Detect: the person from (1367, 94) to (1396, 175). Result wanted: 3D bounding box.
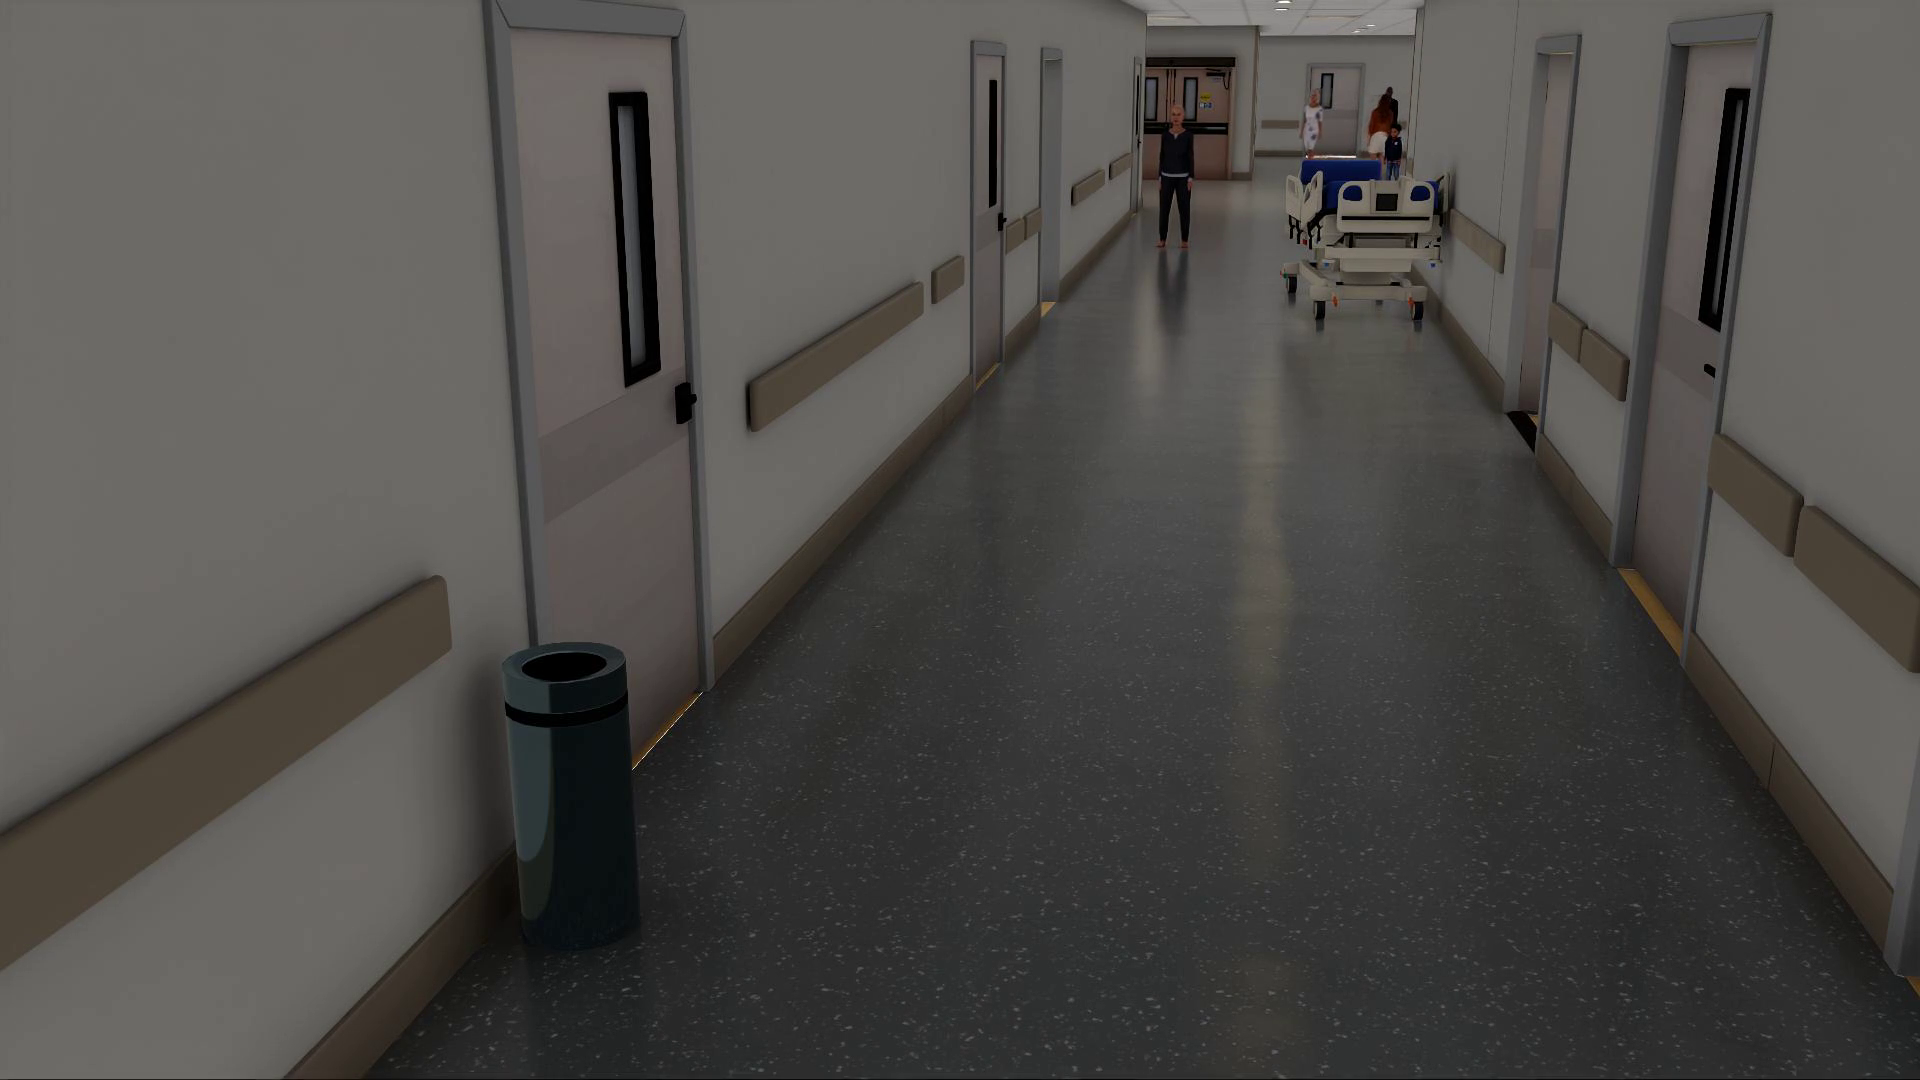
[{"bbox_3d":[7.998,-7.597,31.624,0.610,1.694,0.700,3,16,9],"label":"person"}]

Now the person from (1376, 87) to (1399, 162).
[{"bbox_3d":[10.094,-9.805,39.330,0.549,1.760,0.742,6,17,20],"label":"person"}]

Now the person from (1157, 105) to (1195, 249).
[{"bbox_3d":[2.672,-4.504,20.596,0.511,1.724,0.694,5,17,18],"label":"person"}]

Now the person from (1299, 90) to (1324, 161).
[{"bbox_3d":[7.340,-8.469,34.683,1.108,1.711,0.931,10,19,32],"label":"person"}]

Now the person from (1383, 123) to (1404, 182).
[{"bbox_3d":[7.839,-6.914,30.070,0.533,1.222,0.639,12,20,36],"label":"person"}]
